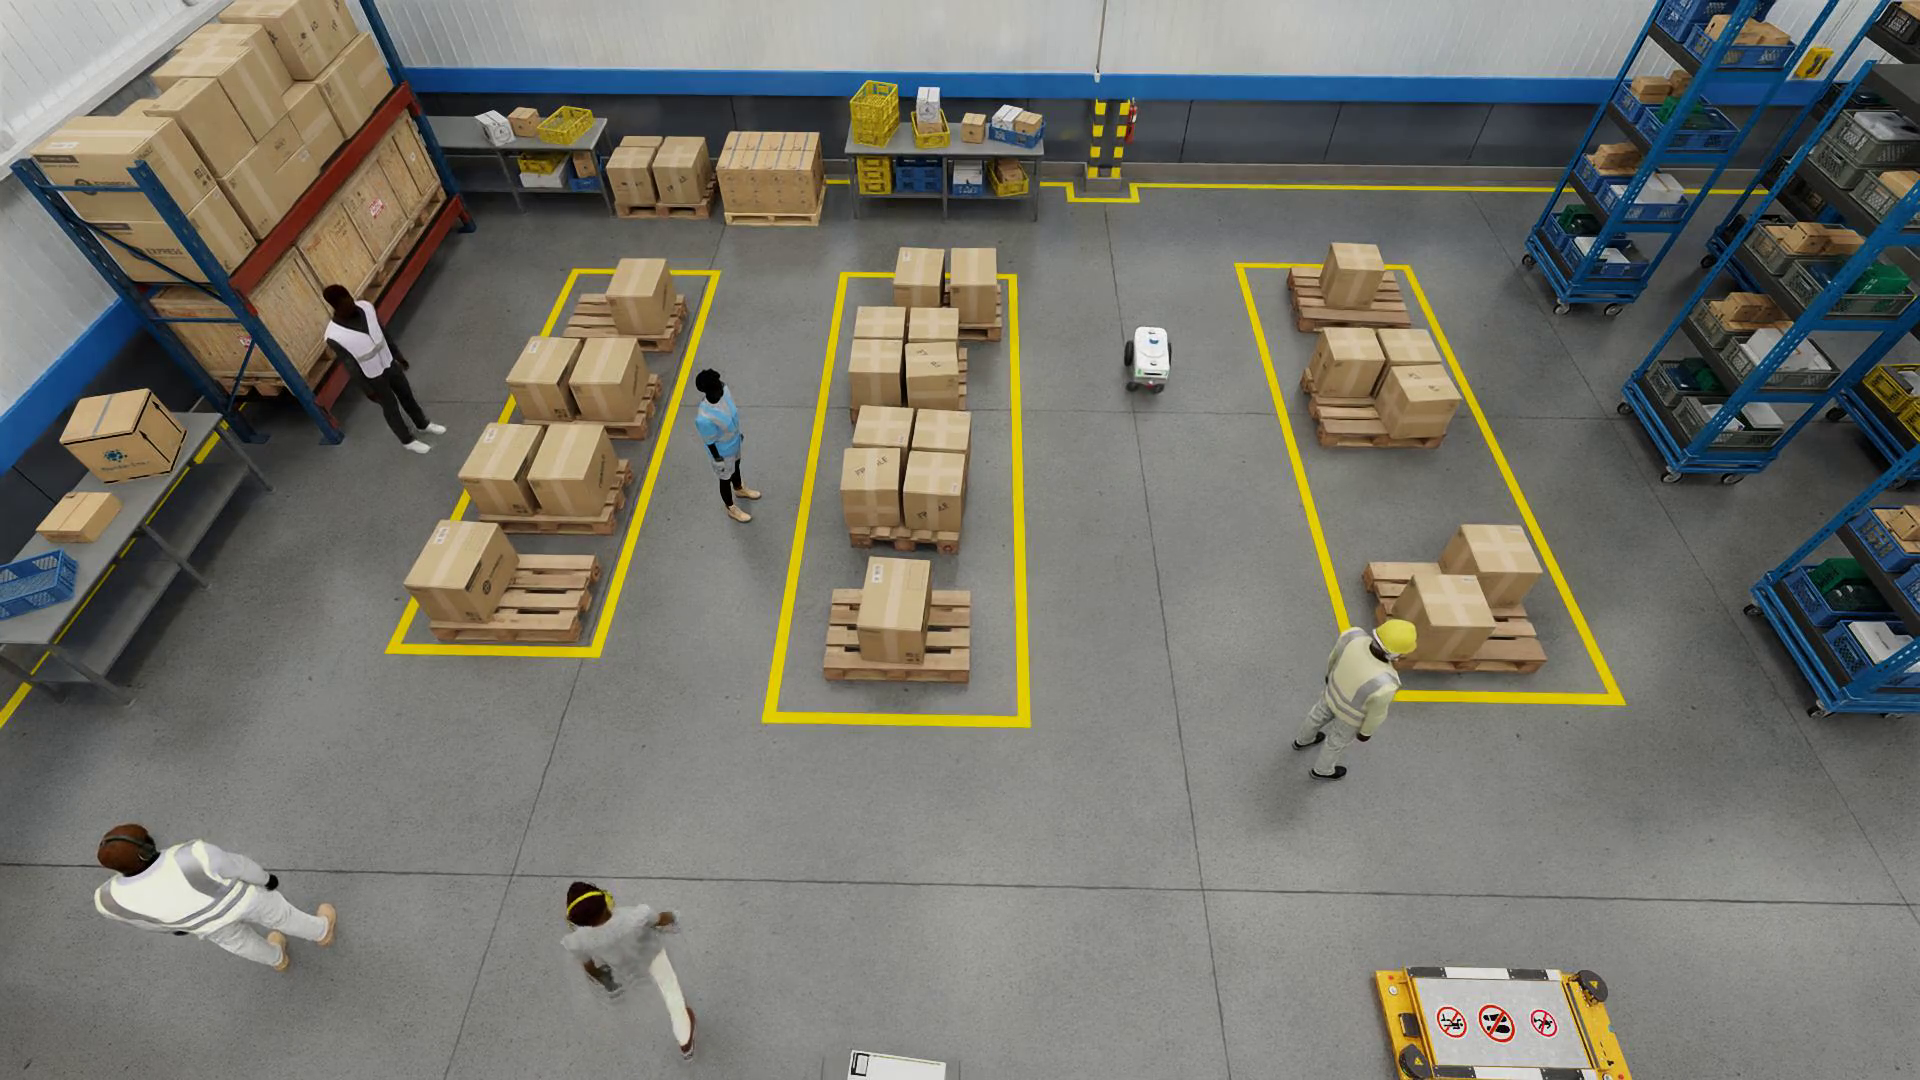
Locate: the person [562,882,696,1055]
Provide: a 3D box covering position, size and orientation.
[{"bbox_3d":[-1.930,2.471,5.484,0.532,1.841,0.926,-14,52,-11],"label":"person"}]

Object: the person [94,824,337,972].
[{"bbox_3d":[-4.583,2.221,5.656,0.624,1.837,0.430,-25,55,-19],"label":"person"}]

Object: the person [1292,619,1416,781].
[{"bbox_3d":[2.805,1.138,6.546,0.403,1.823,0.588,-11,52,-9],"label":"person"}]

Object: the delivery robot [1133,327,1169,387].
[{"bbox_3d":[2.052,-1.985,9.846,0.477,0.478,0.707,4,51,3],"label":"delivery robot"}]

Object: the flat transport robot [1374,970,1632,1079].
[{"bbox_3d":[3.501,3.133,5.914,1.431,0.197,0.652,1,51,1],"label":"flat transport robot"}]

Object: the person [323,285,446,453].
[{"bbox_3d":[-5.552,-1.621,8.746,0.404,1.908,0.585,9,51,8],"label":"person"}]

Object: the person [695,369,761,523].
[{"bbox_3d":[-2.108,-0.861,8.256,0.318,1.697,0.535,9,51,7],"label":"person"}]
